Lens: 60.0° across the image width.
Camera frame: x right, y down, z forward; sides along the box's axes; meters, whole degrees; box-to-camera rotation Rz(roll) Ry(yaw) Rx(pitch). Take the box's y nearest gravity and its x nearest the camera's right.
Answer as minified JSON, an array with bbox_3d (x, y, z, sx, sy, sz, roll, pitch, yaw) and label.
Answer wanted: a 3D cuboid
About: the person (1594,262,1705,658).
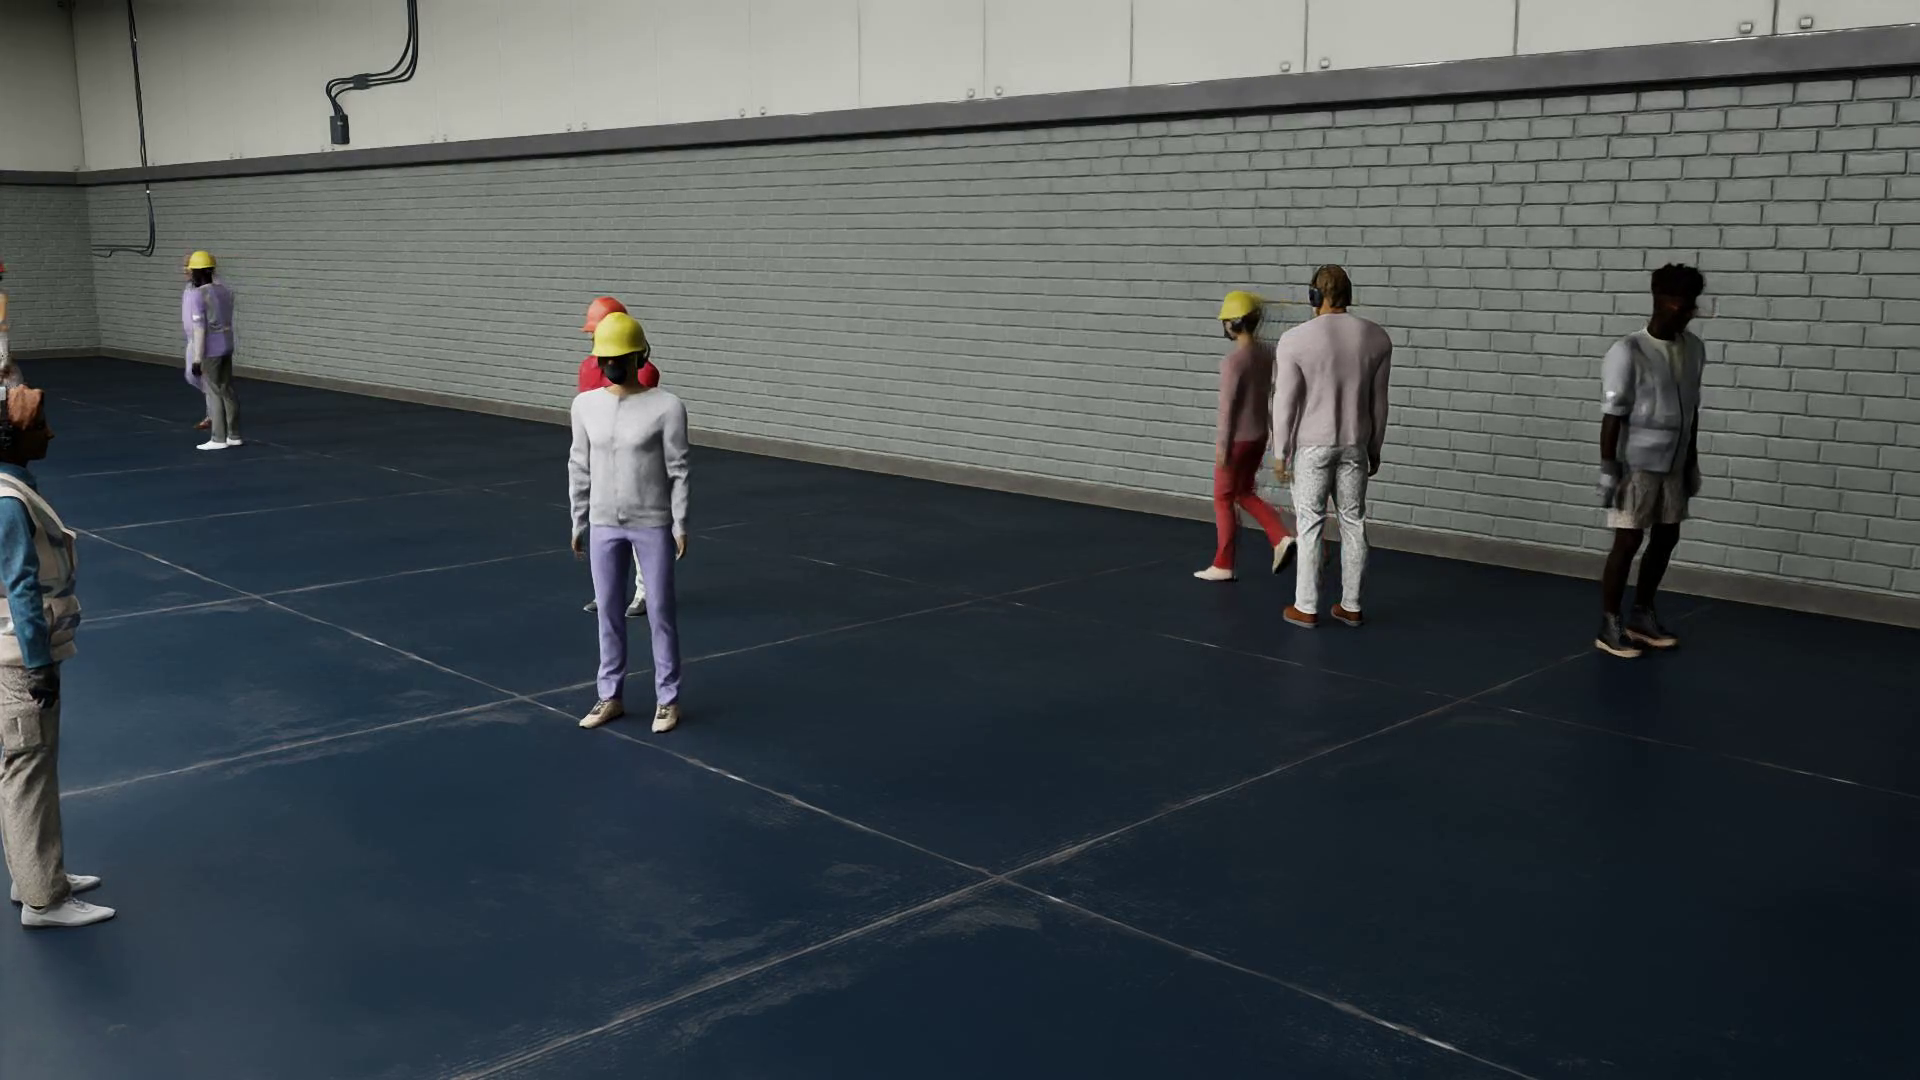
[{"bbox_3d":[3.401,-0.385,8.202,0.637,1.945,0.471,-5,11,-25],"label":"person"}]

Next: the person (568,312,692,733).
[{"bbox_3d":[-1.383,-0.062,6.936,0.533,1.765,0.330,2,11,12],"label":"person"}]

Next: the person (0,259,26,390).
[{"bbox_3d":[-9.045,-1.716,15.534,0.544,1.925,0.448,4,11,20],"label":"person"}]

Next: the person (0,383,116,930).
[{"bbox_3d":[-2.809,0.352,5.018,0.308,1.641,0.511,-7,12,-32],"label":"person"}]

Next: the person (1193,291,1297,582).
[{"bbox_3d":[1.702,-0.599,9.887,0.540,1.747,0.536,9,13,39],"label":"person"}]

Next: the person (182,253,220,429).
[{"bbox_3d":[-8.135,-2.148,17.974,0.657,1.893,0.475,8,13,37],"label":"person"}]

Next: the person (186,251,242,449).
[{"bbox_3d":[-7.286,-1.841,16.200,0.388,1.926,0.590,2,11,9],"label":"person"}]

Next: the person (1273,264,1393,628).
[{"bbox_3d":[1.951,-0.483,8.799,0.630,1.931,0.372,-2,11,-9],"label":"person"}]

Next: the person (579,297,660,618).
[{"bbox_3d":[-1.888,-0.450,9.100,0.563,1.746,0.347,7,12,33],"label":"person"}]
